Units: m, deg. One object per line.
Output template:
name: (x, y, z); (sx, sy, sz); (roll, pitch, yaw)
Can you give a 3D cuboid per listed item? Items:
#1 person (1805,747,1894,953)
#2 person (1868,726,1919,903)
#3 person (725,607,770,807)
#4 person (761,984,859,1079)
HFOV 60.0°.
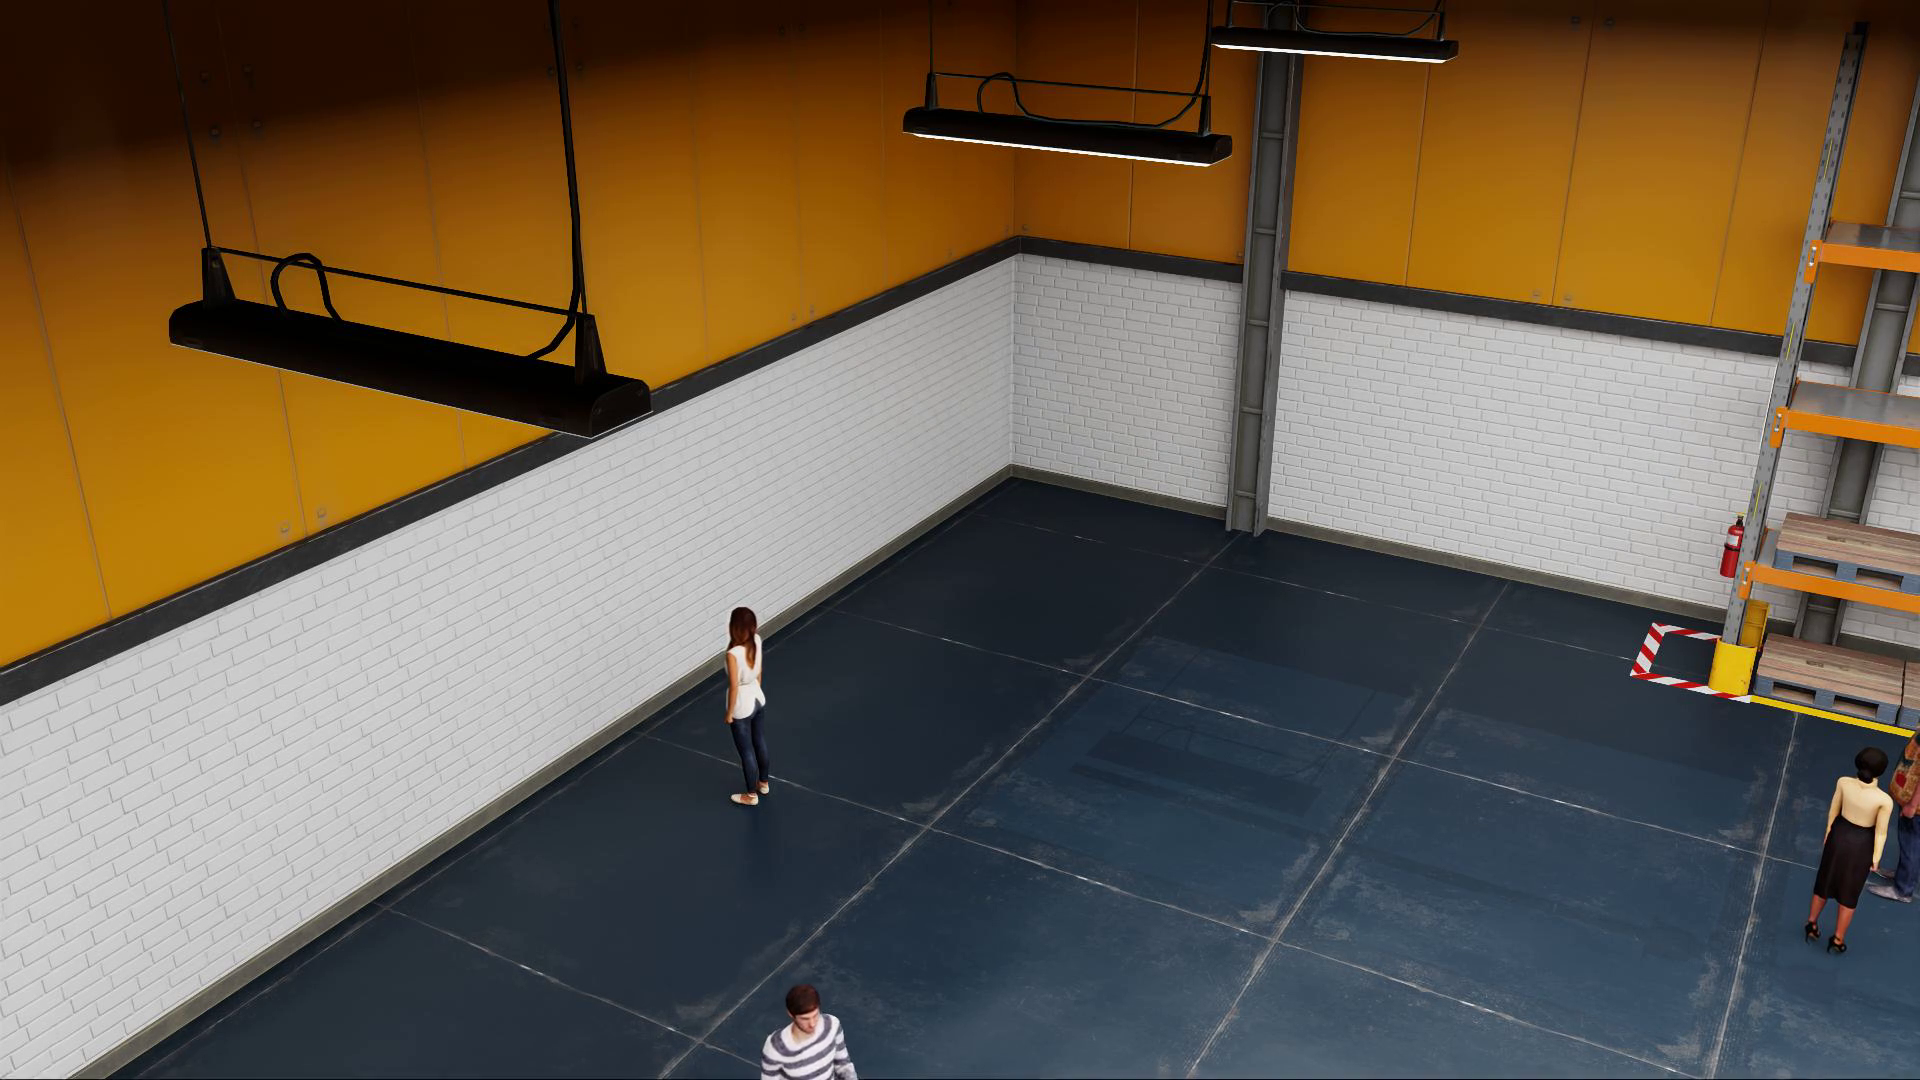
person: (6.371, 2.214, 11.928); (0.689, 1.651, 0.577); (-18, 29, -35)
person: (7.219, 1.884, 12.490); (0.670, 1.806, 0.710); (15, 28, 31)
person: (-1.745, 1.362, 13.711); (0.510, 1.785, 0.570); (13, 27, 27)
person: (-0.913, 3.207, 9.471); (0.941, 1.800, 1.262); (-19, 30, -36)
